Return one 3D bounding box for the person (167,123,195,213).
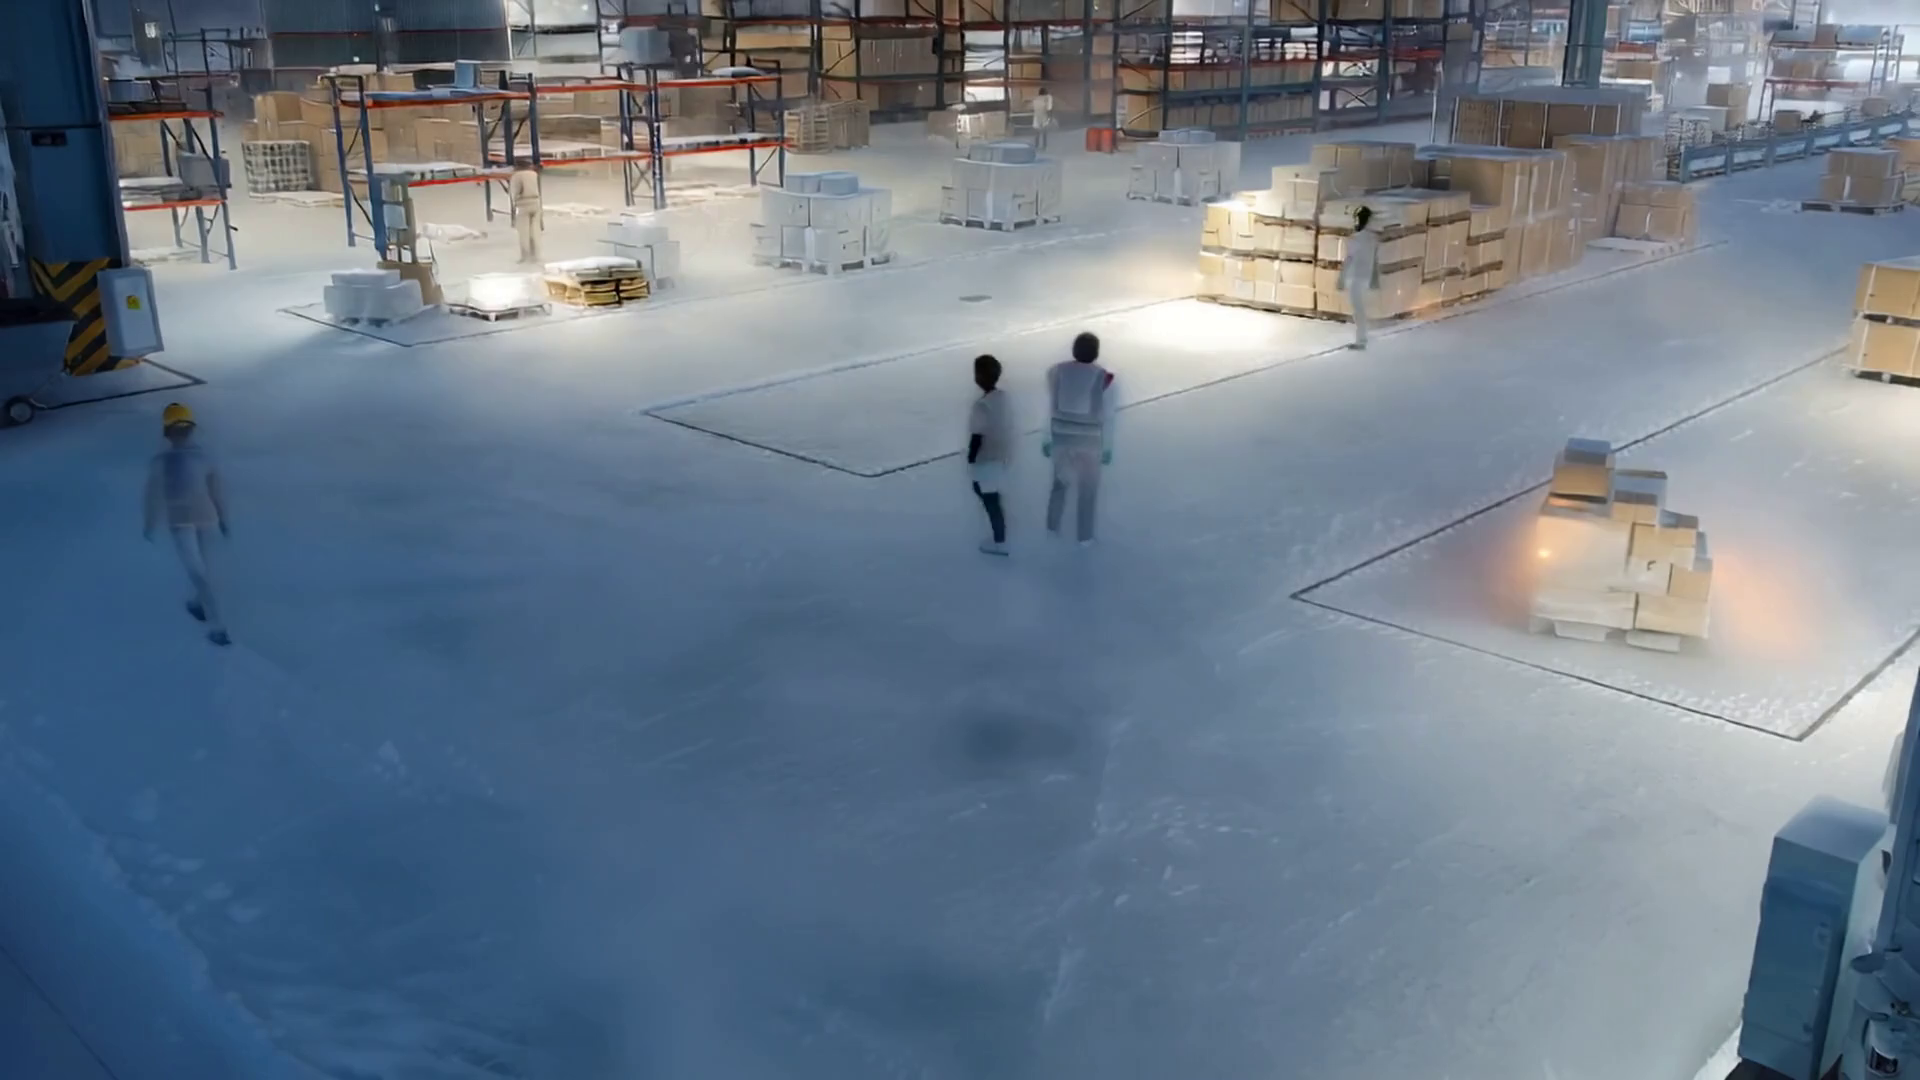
[{"bbox_3d":[-16.446,-7.837,35.009,0.335,1.845,0.513,3,19,8],"label":"person"}]

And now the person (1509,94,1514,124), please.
[{"bbox_3d":[16.008,-11.953,47.713,0.673,1.661,0.538,5,19,14],"label":"person"}]

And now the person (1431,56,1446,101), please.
[{"bbox_3d":[20.062,-19.316,69.639,0.577,1.819,0.719,15,24,38],"label":"person"}]

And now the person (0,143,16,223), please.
[{"bbox_3d":[-19.118,-7.234,33.084,0.655,1.918,0.556,-8,20,-23],"label":"person"}]

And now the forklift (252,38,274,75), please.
[{"bbox_3d":[-24.839,-16.535,59.600,1.129,2.768,1.873,17,25,41],"label":"forklift"}]

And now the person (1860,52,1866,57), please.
[{"bbox_3d":[38.723,-20.028,71.602,0.599,1.939,0.421,3,19,8],"label":"person"}]

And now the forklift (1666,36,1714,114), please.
[{"bbox_3d":[27.341,-17.291,61.877,1.129,2.768,1.873,17,25,41],"label":"forklift"}]

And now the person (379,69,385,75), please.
[{"bbox_3d":[-19.870,-15.261,57.290,0.772,1.893,0.635,10,21,27],"label":"person"}]

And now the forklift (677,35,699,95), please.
[{"bbox_3d":[-10.541,-18.138,64.429,1.129,2.768,1.873,17,25,41],"label":"forklift"}]

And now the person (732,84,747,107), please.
[{"bbox_3d":[-7.482,-14.884,56.472,0.530,1.697,0.321,-7,20,-21],"label":"person"}]

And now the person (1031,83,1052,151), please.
[{"bbox_3d":[2.354,-12.216,48.031,0.613,1.963,0.381,5,19,15],"label":"person"}]

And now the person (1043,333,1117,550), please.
[{"bbox_3d":[1.005,-0.820,13.935,0.634,1.818,0.436,7,20,20],"label":"person"}]

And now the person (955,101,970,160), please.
[{"bbox_3d":[0.033,-9.733,40.605,0.392,1.929,0.539,10,21,27],"label":"person"}]

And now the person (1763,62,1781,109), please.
[{"bbox_3d":[32.003,-17.927,65.503,0.605,1.798,0.894,12,22,33],"label":"person"}]

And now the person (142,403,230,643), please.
[{"bbox_3d":[-5.556,-0.134,11.996,0.906,1.720,0.535,16,24,39],"label":"person"}]

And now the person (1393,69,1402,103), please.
[{"bbox_3d":[16.416,-16.971,62.894,0.524,1.615,0.543,-8,20,-23],"label":"person"}]

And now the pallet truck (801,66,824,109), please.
[{"bbox_3d":[-4.812,-15.182,56.903,0.823,1.965,1.885,-9,21,-26],"label":"pallet truck"}]

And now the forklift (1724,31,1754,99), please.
[{"bbox_3d":[32.673,-20.012,70.076,1.129,2.768,1.873,17,25,41],"label":"forklift"}]

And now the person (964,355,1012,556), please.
[{"bbox_3d":[0.225,-0.689,13.722,0.432,1.682,0.538,6,19,18],"label":"person"}]

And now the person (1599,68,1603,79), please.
[{"bbox_3d":[22.299,-15.536,58.136,0.636,1.900,0.399,14,23,37],"label":"person"}]

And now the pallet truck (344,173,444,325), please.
[{"bbox_3d":[-8.209,-4.181,23.757,0.823,1.965,1.885,3,19,9],"label":"pallet truck"}]

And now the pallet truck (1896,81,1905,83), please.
[{"bbox_3d":[34.802,-16.331,61.455,0.653,1.274,1.630,17,25,41],"label":"pallet truck"}]

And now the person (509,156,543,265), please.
[{"bbox_3d":[-7.417,-5.608,28.308,0.429,1.838,0.630,11,21,30],"label":"person"}]

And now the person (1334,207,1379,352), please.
[{"bbox_3d":[5.143,-3.378,21.575,0.541,1.849,0.551,-14,23,-36],"label":"person"}]
